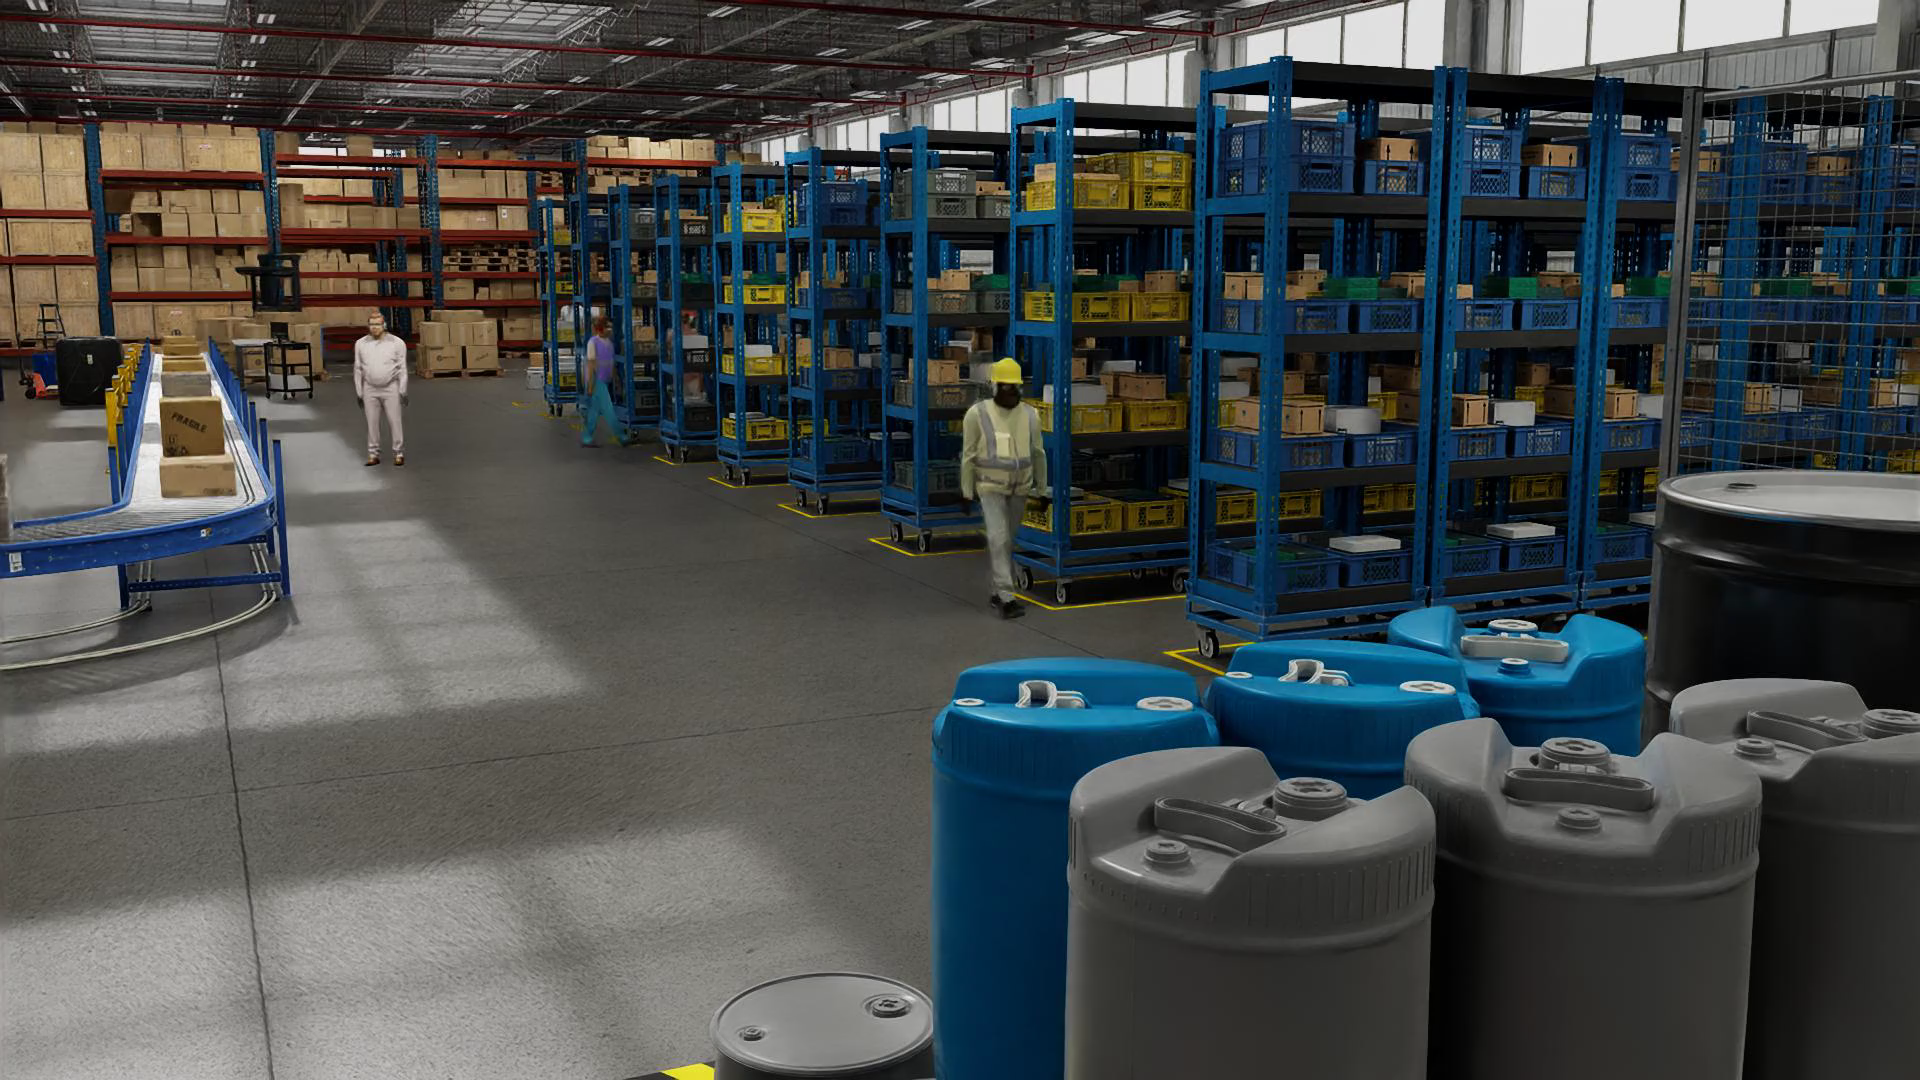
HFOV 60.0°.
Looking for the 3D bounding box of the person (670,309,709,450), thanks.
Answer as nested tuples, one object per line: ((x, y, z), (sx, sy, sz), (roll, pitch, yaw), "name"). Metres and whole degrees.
((-3.660, -2.199, 22.482), (0.646, 1.983, 0.422), (8, 12, 39), "person")

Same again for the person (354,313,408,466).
((-7.204, -1.868, 20.694), (0.650, 1.905, 0.405), (-1, 9, -6), "person")

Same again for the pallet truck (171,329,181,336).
((-17.275, -3.851, 35.096), (1.601, 1.201, 0.680), (0, 9, 1), "pallet truck")

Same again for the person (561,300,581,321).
((-9.420, -5.059, 40.416), (0.613, 1.937, 0.416), (2, 9, 14), "person")

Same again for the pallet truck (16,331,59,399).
((-17.082, -3.353, 31.781), (1.630, 1.274, 0.653), (-4, 10, -25), "pallet truck")

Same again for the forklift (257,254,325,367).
((-16.221, -5.435, 39.807), (1.129, 2.768, 1.873), (1, 9, 8), "forklift")

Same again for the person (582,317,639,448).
((-4.784, -2.133, 22.672), (0.948, 1.793, 0.584), (2, 9, 11), "person")

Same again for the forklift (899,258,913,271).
((-1.341, -6.865, 48.676), (1.873, 2.768, 1.129), (-9, 13, -44), "forklift")

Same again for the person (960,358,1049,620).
((0.374, -0.347, 11.555), (0.621, 1.801, 0.821), (-5, 10, -28), "person")
